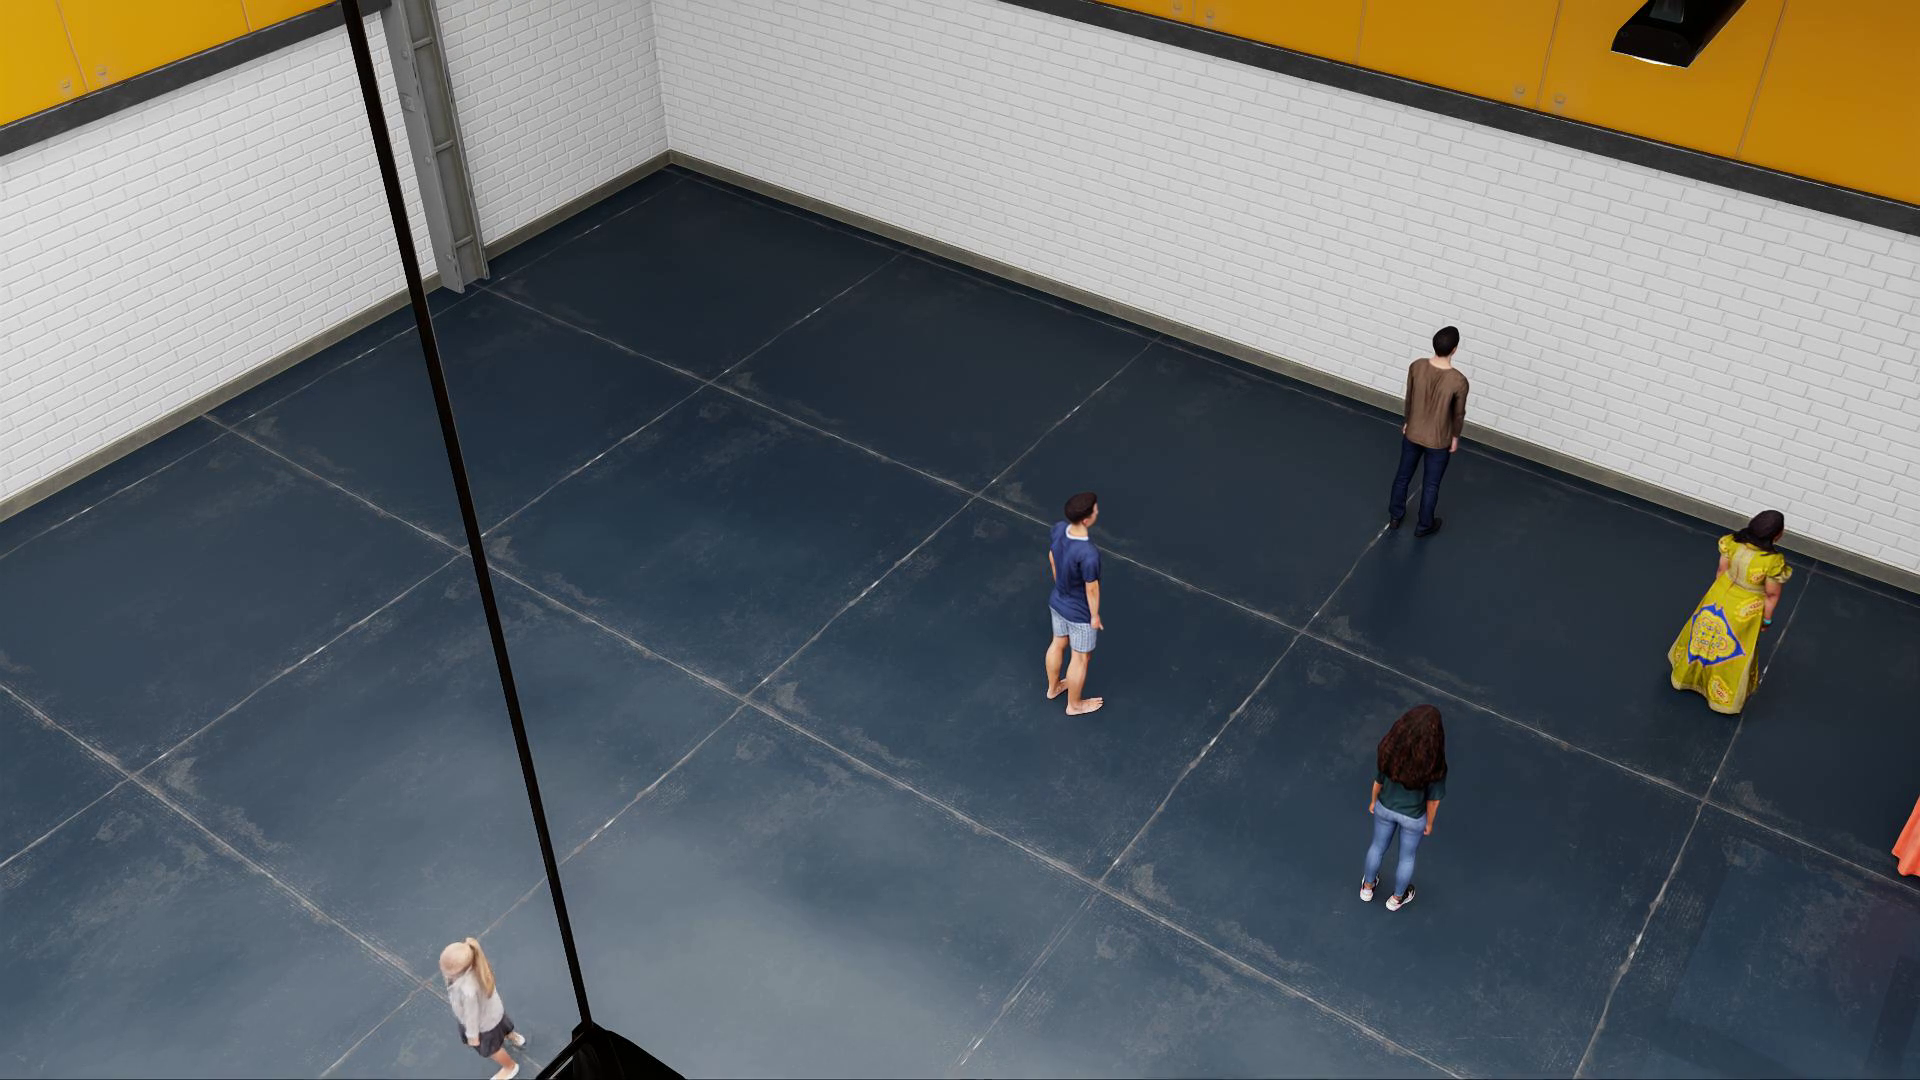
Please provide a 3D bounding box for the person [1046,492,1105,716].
[{"bbox_3d":[0.788,0.434,11.487,0.665,1.847,0.689,-23,44,-27],"label":"person"}]

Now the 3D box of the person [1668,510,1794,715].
[{"bbox_3d":[5.422,0.467,11.595,0.944,1.661,0.970,-22,44,-25],"label":"person"}]

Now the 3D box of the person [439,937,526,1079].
[{"bbox_3d":[-2.640,2.590,9.264,0.737,1.252,0.701,-2,39,-2],"label":"person"}]

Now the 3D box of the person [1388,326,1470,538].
[{"bbox_3d":[3.680,-0.845,13.055,0.645,1.889,0.564,25,45,28],"label":"person"}]

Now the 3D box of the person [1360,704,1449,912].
[{"bbox_3d":[2.704,1.634,10.170,0.598,1.615,0.586,22,43,25],"label":"person"}]
